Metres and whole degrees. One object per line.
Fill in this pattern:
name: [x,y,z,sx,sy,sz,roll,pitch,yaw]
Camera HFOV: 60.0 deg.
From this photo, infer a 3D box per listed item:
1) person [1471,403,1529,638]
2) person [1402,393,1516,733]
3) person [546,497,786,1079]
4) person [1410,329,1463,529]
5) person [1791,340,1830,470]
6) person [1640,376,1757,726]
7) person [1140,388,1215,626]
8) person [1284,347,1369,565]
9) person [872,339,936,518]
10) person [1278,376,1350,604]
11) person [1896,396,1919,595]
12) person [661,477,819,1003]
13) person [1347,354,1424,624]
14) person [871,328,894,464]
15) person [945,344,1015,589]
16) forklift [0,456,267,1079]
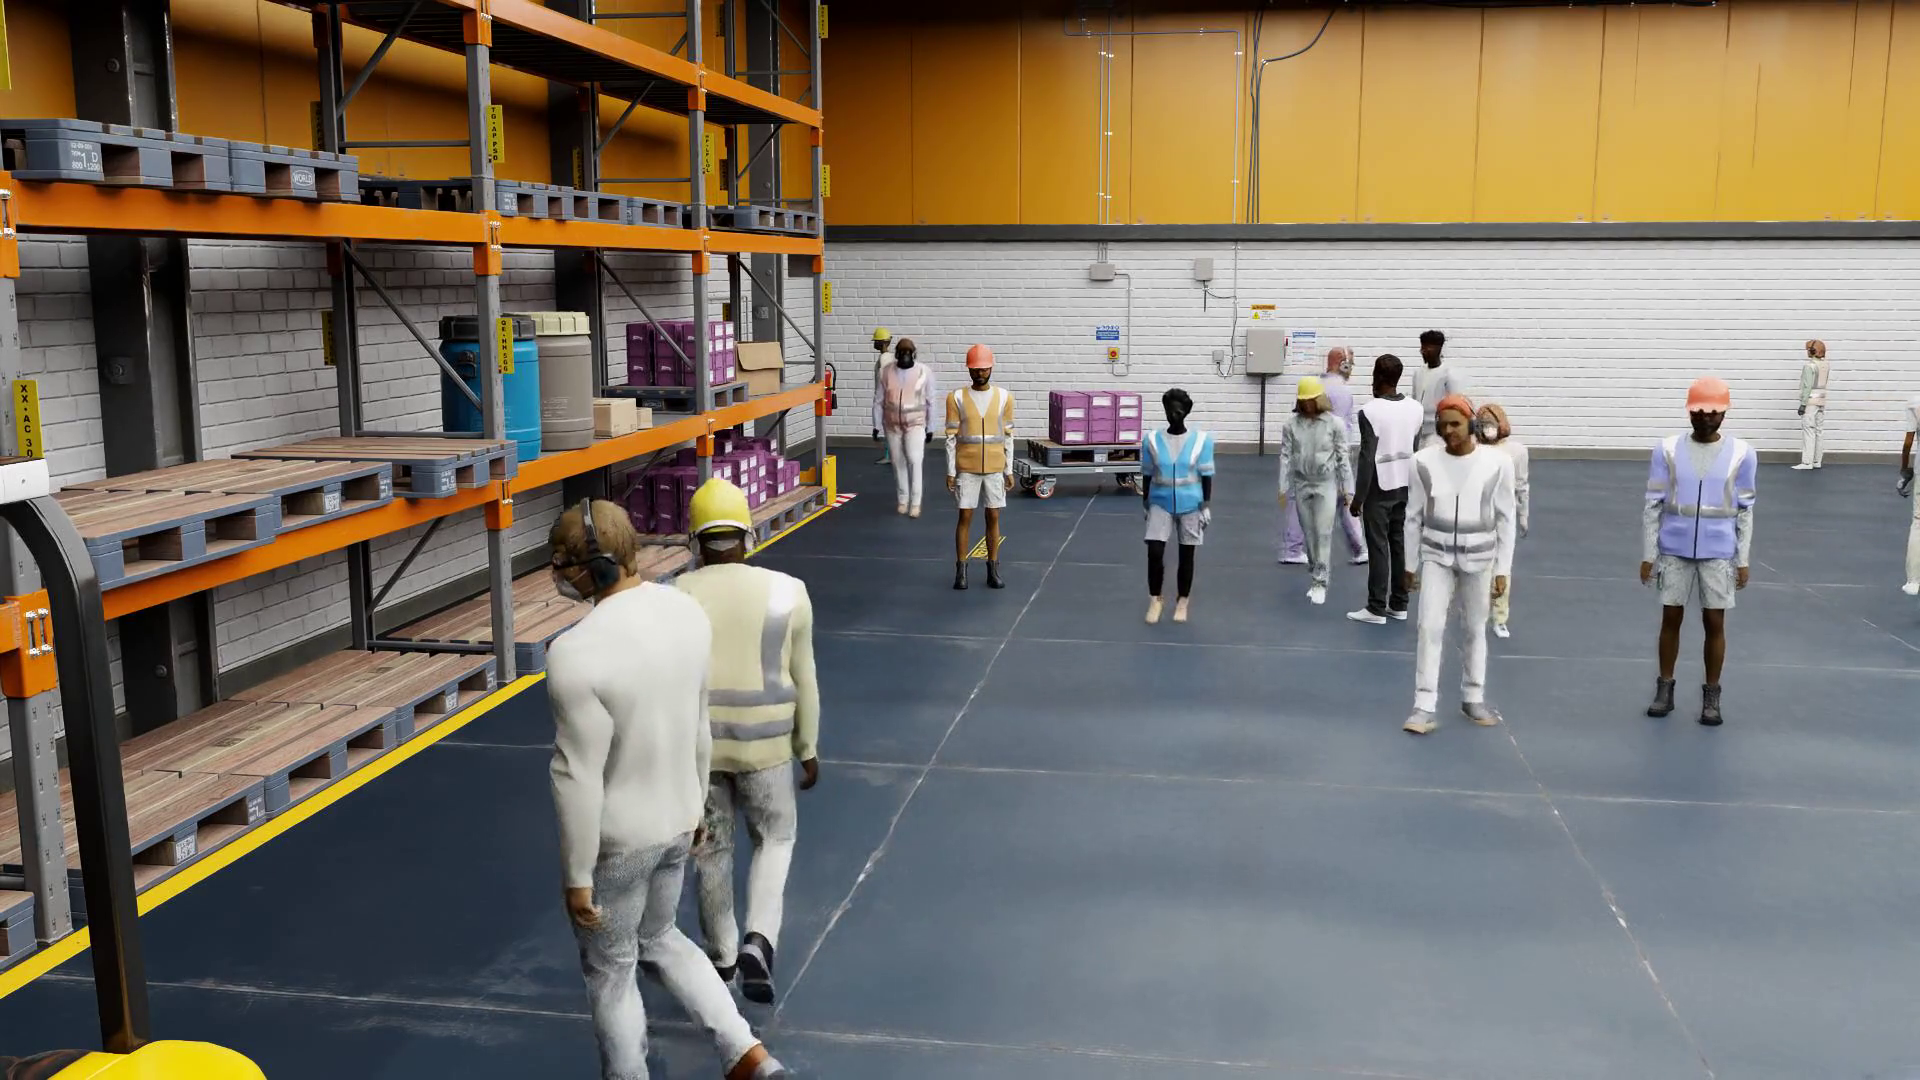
person: [3.681,-0.161,11.581,0.524,1.605,0.634,1,9,7]
person: [2.716,0.130,9.079,0.594,1.856,0.653,4,10,23]
person: [-0.858,0.821,4.608,0.626,1.905,0.643,5,11,29]
person: [4.542,-1.056,16.044,0.425,1.947,0.632,-4,10,-25]
person: [10.729,-1.695,20.935,0.525,1.639,0.307,-7,11,-37]
person: [4.080,0.059,9.227,0.570,1.928,0.412,5,10,27]
person: [1.518,-0.222,11.690,0.534,1.676,0.561,2,9,12]
person: [3.210,-0.704,14.147,0.949,1.857,0.662,-3,10,-17]
person: [-0.592,-1.129,16.930,0.624,1.815,0.770,2,9,12]
person: [2.648,-0.379,12.582,0.506,1.708,0.734,6,11,32]
person: [7.527,-0.492,12.822,0.521,1.869,0.334,6,11,35]
person: [-0.780,0.700,5.619,0.600,1.813,0.574,0,9,-2]
person: [3.035,-0.360,11.843,0.588,1.920,0.392,-6,11,-34]
person: [-0.991,-1.860,21.563,0.331,1.767,0.527,1,9,6]
person: [0.162,-0.571,13.089,0.553,1.935,0.362,-1,9,-8]
forklift: [-2.328,0.975,2.765,2.313,2.155,1.214,1,9,9]
